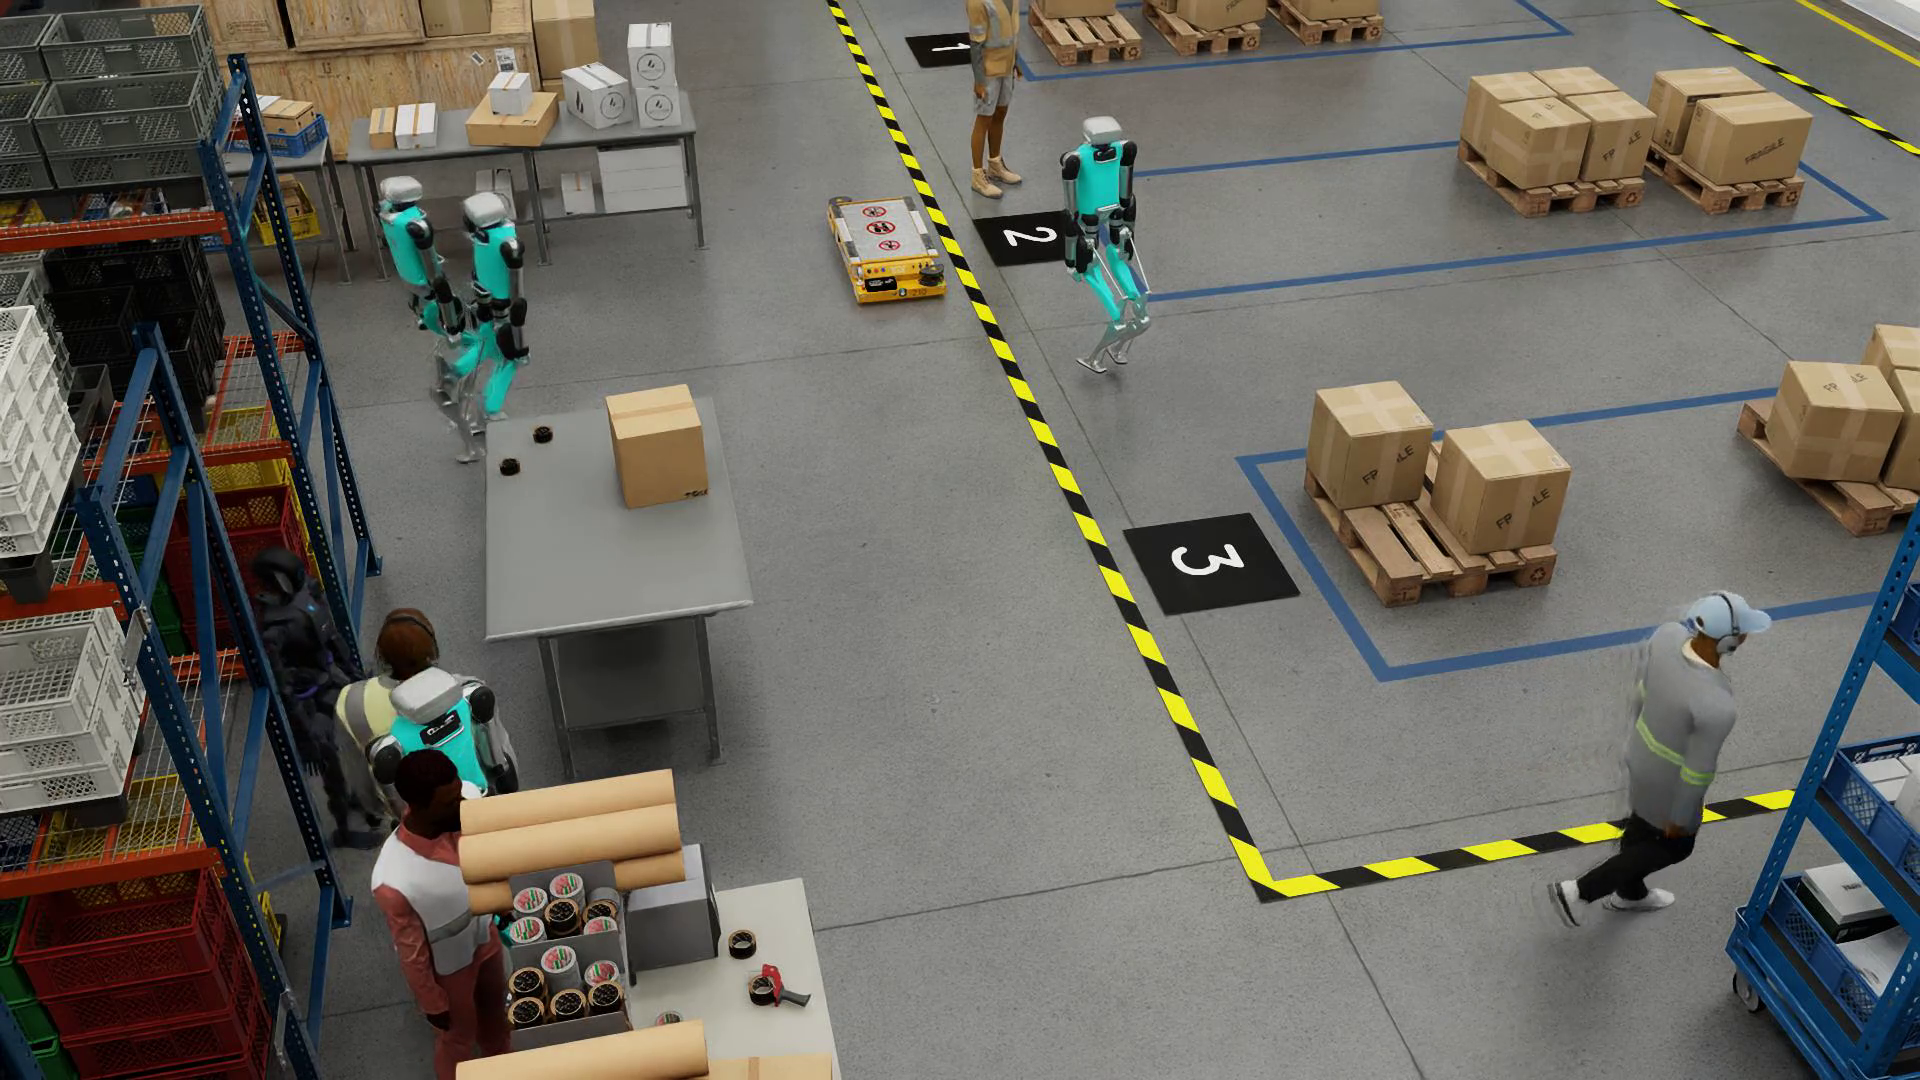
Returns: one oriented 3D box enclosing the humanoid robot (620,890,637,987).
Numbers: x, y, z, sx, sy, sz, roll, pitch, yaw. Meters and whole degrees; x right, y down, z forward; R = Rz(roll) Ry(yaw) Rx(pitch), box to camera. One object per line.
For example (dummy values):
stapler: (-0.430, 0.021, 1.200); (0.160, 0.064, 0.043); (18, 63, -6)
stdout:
humanoid robot: (-1.312, 1.554, 6.297); (0.622, 1.634, 0.593); (-8, 37, -11)

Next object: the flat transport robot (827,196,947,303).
flat transport robot: (-0.570, -2.220, 12.538); (0.659, 0.231, 1.431); (-8, 37, -10)

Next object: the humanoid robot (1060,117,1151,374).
humanoid robot: (0.994, -1.817, 10.655); (0.533, 1.675, 0.735); (-18, 40, -22)

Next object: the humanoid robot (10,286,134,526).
humanoid robot: (-5.093, -0.812, 9.497); (0.743, 1.626, 0.608); (-1, 37, -2)

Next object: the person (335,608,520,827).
person: (-2.134, 1.041, 6.851); (0.668, 1.826, 0.451); (-4, 37, -5)

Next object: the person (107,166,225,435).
person: (-4.915, -1.474, 10.222); (0.342, 1.839, 0.556); (-22, 42, -27)

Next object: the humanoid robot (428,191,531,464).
humanoid robot: (-2.899, -1.160, 9.918); (0.845, 1.794, 0.559); (-27, 45, -32)

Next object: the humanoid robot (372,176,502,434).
humanoid robot: (-3.104, -1.460, 10.257); (0.681, 1.760, 0.545); (-30, 46, -34)

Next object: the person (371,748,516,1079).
person: (-1.862, 1.497, 6.170); (0.403, 1.915, 0.590); (9, 38, 12)

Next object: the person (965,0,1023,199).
person: (0.302, -3.717, 13.066); (0.380, 2.042, 0.604); (22, 42, 27)

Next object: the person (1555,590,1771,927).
person: (2.922, 0.951, 6.963); (0.580, 1.835, 0.593); (-5, 37, -6)

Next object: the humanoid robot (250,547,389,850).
humanoid robot: (-2.848, 0.716, 7.412); (0.328, 1.658, 0.587); (1, 37, 1)

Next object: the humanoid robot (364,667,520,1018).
humanoid robot: (-1.805, 1.273, 6.505); (0.735, 1.671, 0.533); (27, 44, 31)
